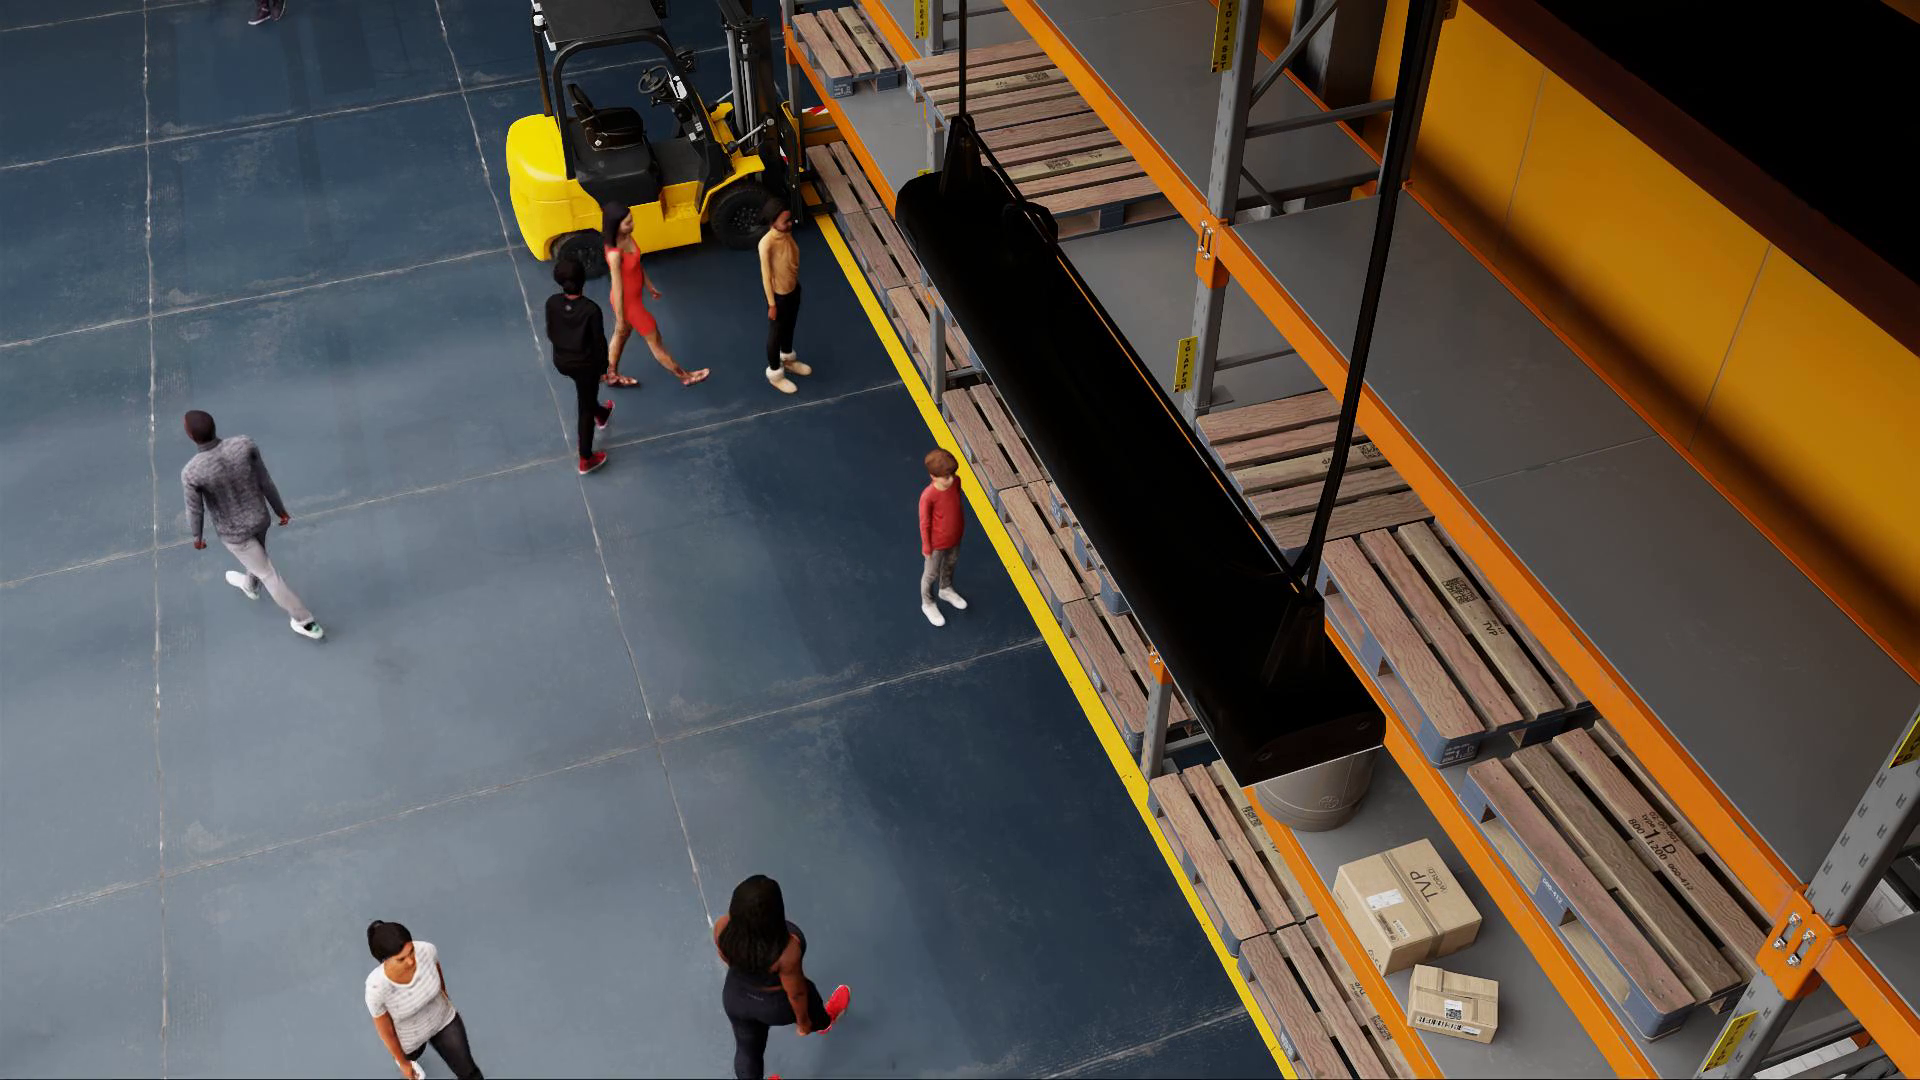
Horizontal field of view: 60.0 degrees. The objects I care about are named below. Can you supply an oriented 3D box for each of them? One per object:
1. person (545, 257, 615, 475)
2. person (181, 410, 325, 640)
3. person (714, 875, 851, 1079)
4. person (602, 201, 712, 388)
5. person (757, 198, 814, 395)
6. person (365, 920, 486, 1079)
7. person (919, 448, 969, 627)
[{"bbox_3d":[-2.821,-1.232,12.138,0.968,1.617,1.100,14,45,14],"label":"person"},{"bbox_3d":[-4.574,-0.051,10.775,1.290,1.788,1.150,24,49,23],"label":"person"},{"bbox_3d":[-0.999,2.341,8.268,1.112,1.781,1.194,16,46,16],"label":"person"},{"bbox_3d":[-2.619,-1.805,12.694,0.812,1.680,1.061,-4,44,-4],"label":"person"},{"bbox_3d":[-1.375,-1.914,12.823,0.740,1.659,0.677,17,46,17],"label":"person"},{"bbox_3d":[-2.770,2.397,8.338,1.165,1.605,0.899,33,53,30],"label":"person"},{"bbox_3d":[-0.122,-0.047,11.040,0.589,1.417,0.586,34,53,30],"label":"person"}]
